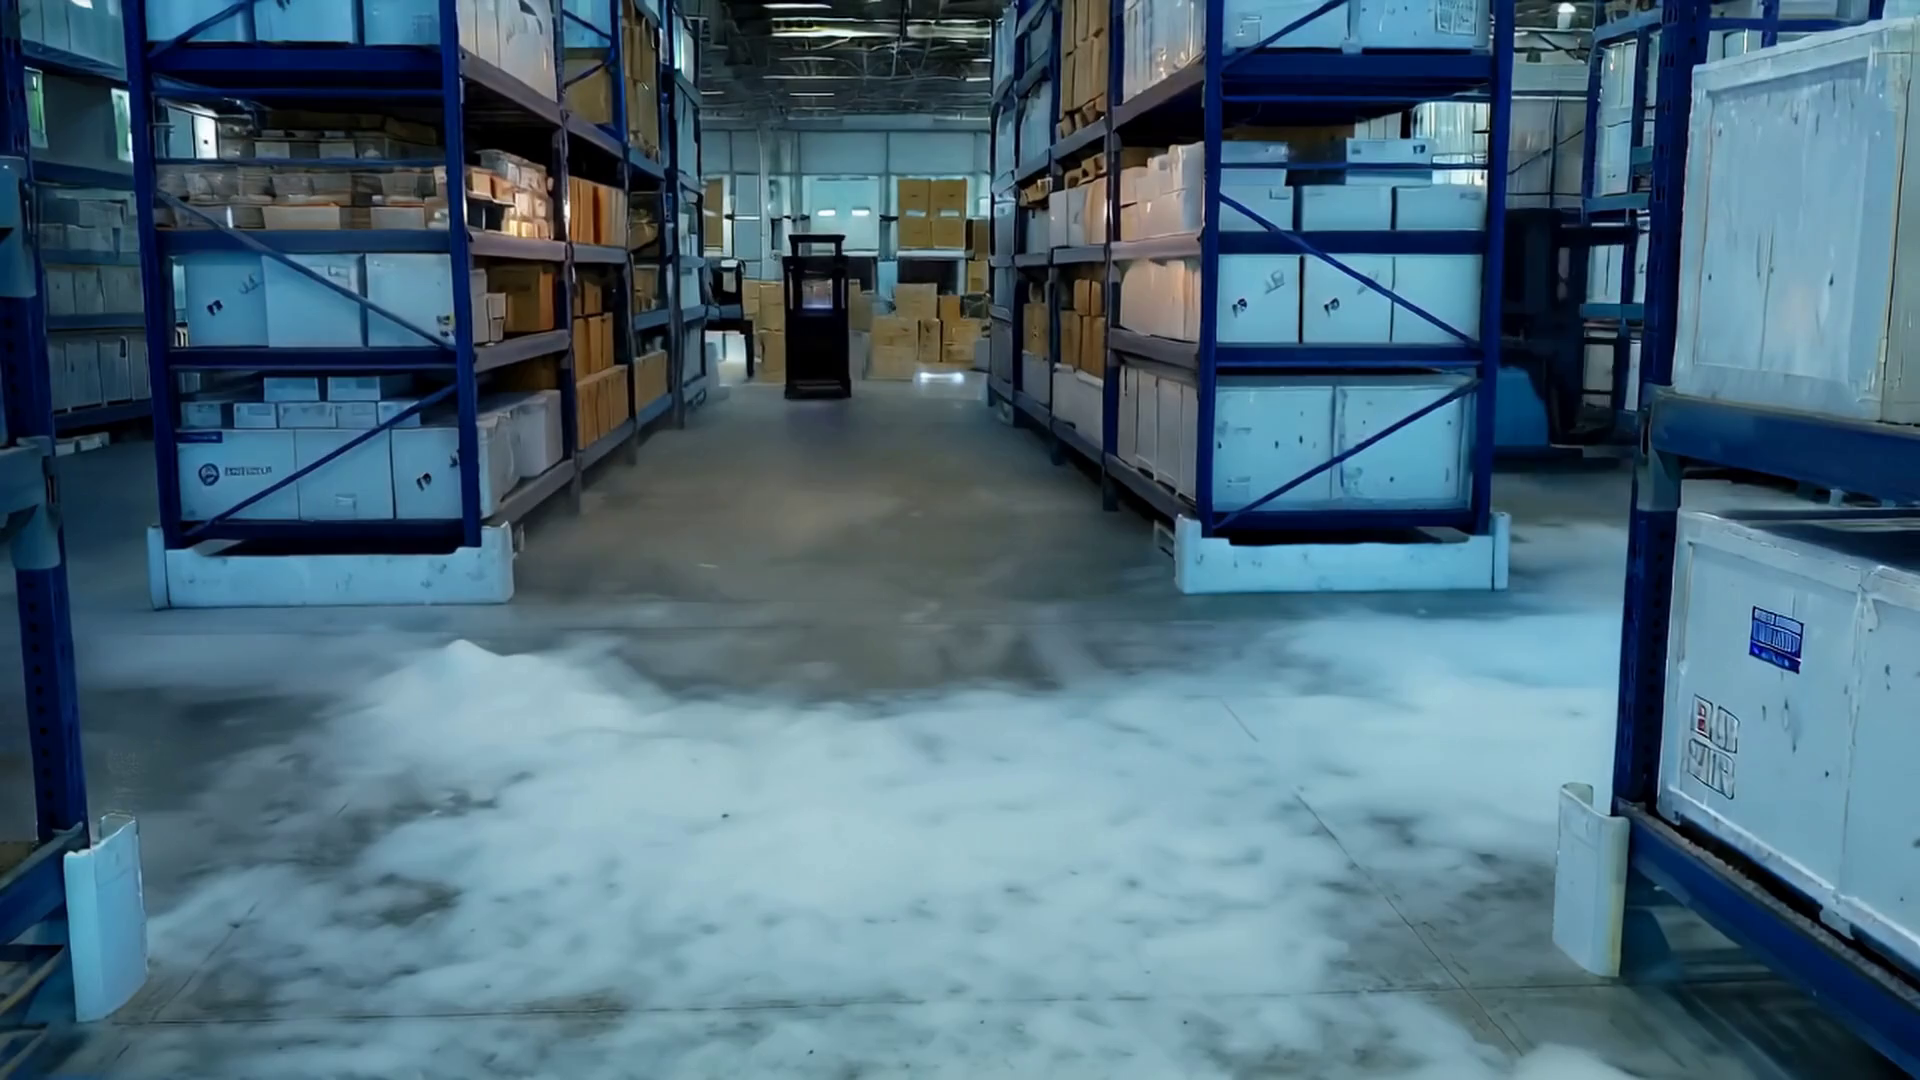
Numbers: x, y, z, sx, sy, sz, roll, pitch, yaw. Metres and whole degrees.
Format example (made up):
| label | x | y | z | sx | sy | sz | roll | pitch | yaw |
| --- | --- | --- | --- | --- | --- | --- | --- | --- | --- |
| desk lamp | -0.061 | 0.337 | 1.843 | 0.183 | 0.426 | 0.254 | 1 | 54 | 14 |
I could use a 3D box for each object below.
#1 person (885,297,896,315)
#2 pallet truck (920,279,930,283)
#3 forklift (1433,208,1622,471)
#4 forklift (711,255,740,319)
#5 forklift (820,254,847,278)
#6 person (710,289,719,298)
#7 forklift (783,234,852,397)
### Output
| label | x | y | z | sx | sy | sz | roll | pitch | yaw |
| --- | --- | --- | --- | --- | --- | --- | --- | --- | --- |
| person | -1.523 | -4.702 | 37.806 | 0.644 | 1.622 | 0.520 | -2 | 9 | -15 |
| pallet truck | -0.932 | -8.922 | 63.114 | 1.885 | 1.965 | 0.823 | 2 | 9 | 13 |
| forklift | 6.137 | -2.197 | 18.123 | 1.873 | 2.768 | 1.129 | -1 | 9 | -4 |
| forklift | -8.400 | -8.787 | 59.502 | 1.129 | 2.768 | 1.873 | -1 | 9 | -4 |
| forklift | -4.317 | -8.378 | 56.937 | 1.129 | 2.768 | 1.873 | 4 | 10 | 24 |
| person | -9.103 | -8.608 | 62.079 | 0.530 | 1.697 | 0.322 | 1 | 9 | 8 |
| forklift | -2.489 | -3.952 | 29.143 | 1.129 | 2.768 | 1.873 | 0 | 9 | -1 |
